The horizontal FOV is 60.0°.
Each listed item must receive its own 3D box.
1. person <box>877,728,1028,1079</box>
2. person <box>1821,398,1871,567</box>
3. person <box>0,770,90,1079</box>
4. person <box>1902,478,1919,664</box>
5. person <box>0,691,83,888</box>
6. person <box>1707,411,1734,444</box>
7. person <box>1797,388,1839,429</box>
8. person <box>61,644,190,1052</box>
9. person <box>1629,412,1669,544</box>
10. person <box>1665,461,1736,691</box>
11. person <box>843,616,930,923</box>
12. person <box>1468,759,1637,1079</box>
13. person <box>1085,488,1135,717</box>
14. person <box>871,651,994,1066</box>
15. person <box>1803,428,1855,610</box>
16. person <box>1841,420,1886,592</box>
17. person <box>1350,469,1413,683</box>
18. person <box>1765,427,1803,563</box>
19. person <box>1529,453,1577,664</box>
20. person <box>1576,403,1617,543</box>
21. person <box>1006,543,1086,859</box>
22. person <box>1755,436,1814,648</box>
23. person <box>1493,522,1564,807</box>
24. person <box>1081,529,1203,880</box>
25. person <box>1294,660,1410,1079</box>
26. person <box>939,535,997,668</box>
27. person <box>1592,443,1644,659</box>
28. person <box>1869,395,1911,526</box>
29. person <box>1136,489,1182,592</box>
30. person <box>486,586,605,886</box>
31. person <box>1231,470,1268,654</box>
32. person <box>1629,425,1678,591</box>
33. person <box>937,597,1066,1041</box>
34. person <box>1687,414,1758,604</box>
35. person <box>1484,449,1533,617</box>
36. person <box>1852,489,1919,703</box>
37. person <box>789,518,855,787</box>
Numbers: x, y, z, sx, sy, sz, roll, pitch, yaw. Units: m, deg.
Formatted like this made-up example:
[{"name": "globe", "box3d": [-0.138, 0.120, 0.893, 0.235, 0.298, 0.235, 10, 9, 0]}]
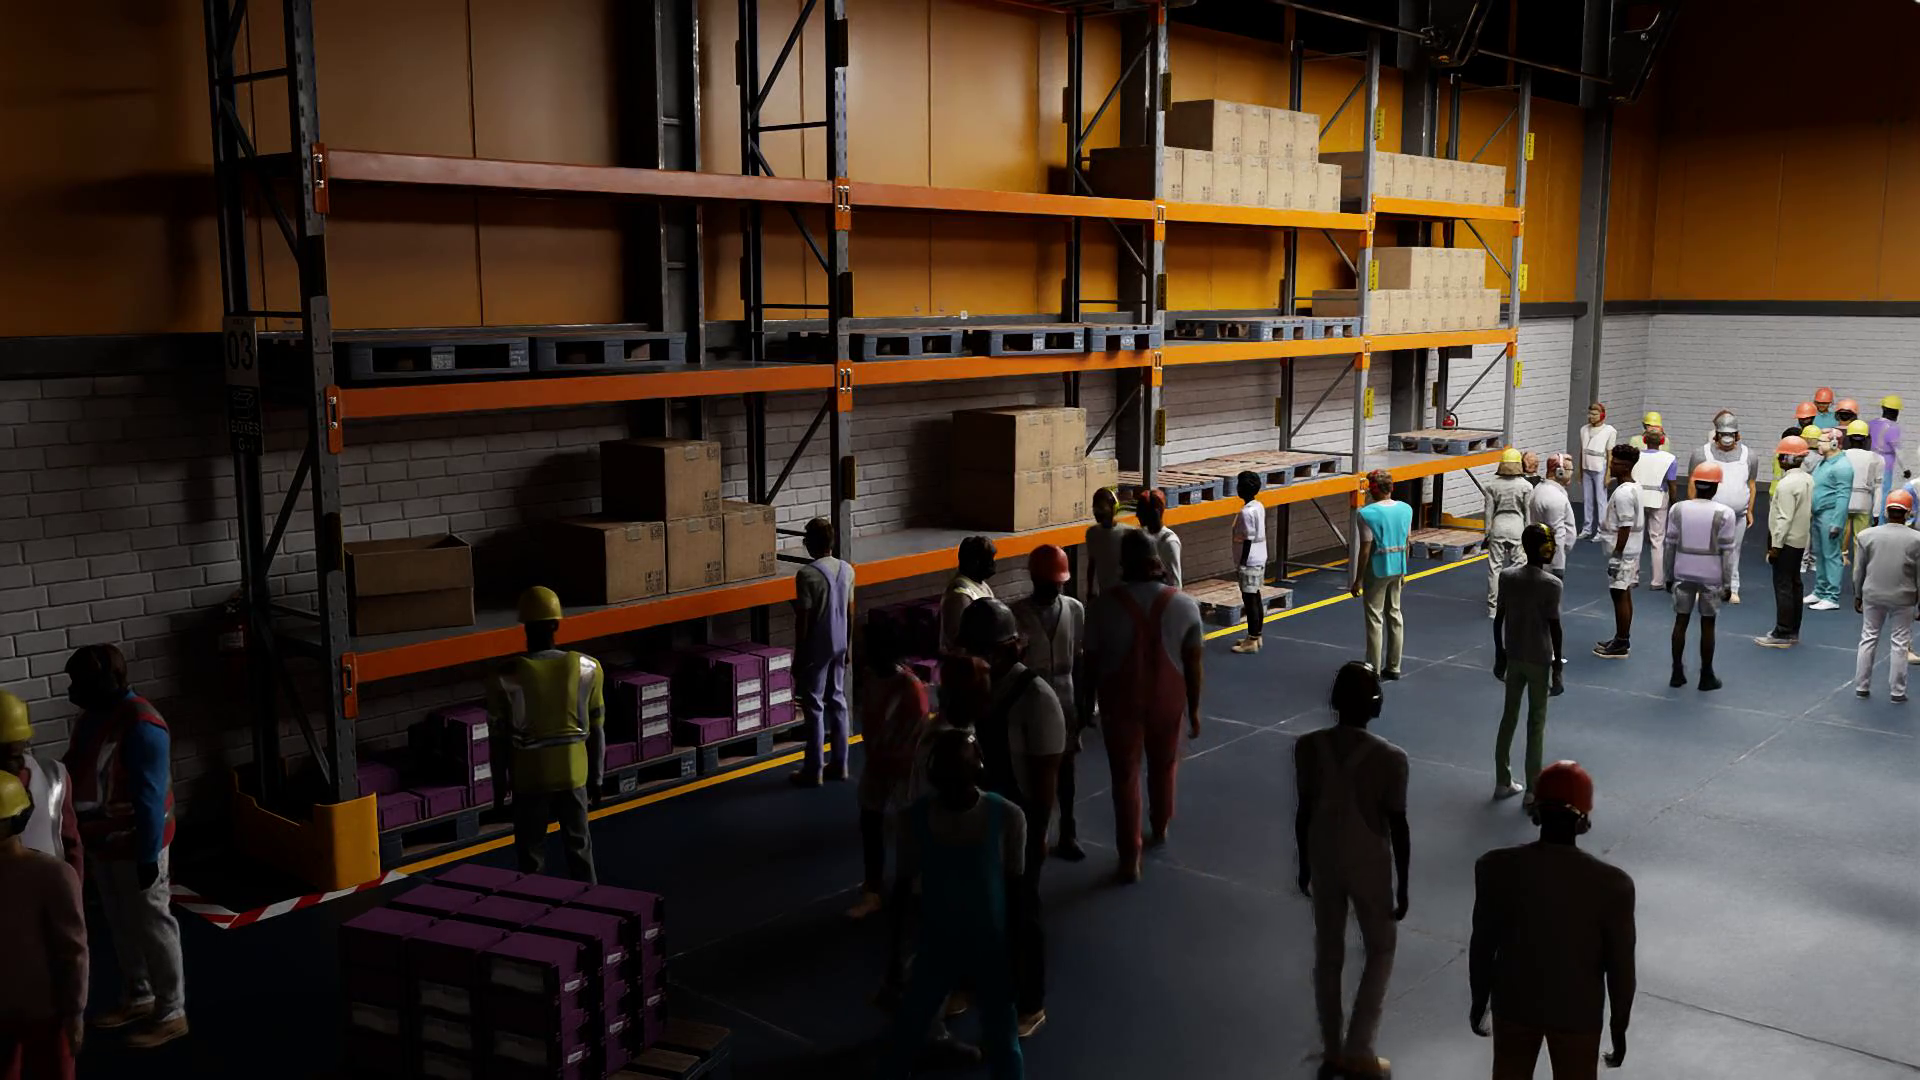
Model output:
[{"name": "person", "box3d": [-0.079, 1.562, 6.288, 0.681, 1.812, 0.484, 0, 9, 3]}, {"name": "person", "box3d": [10.601, -0.686, 20.044, 0.611, 2.032, 0.410, 5, 10, 30]}, {"name": "person", "box3d": [-3.307, 1.653, 5.809, 0.532, 1.766, 0.328, 1, 9, 5]}, {"name": "person", "box3d": [8.705, 0.119, 14.857, 0.602, 2.035, 0.415, 1, 9, 6]}, {"name": "person", "box3d": [-3.814, 1.492, 6.672, 0.405, 1.825, 0.591, 7, 11, 38]}, {"name": "person", "box3d": [10.665, -1.002, 23.356, 0.533, 1.628, 0.287, -5, 10, -31]}, {"name": "person", "box3d": [11.759, -1.092, 22.779, 0.617, 1.989, 0.392, 1, 9, 8]}, {"name": "person", "box3d": [-3.767, 1.364, 7.478, 0.632, 1.836, 0.432, 7, 11, 39]}, {"name": "person", "box3d": [8.924, -0.788, 21.568, 0.525, 1.760, 0.341, 0, 9, 2]}, {"name": "person", "box3d": [6.236, 0.296, 14.009, 0.551, 1.932, 0.378, 8, 12, 41]}, {"name": "person", "box3d": [-0.290, 1.204, 9.000, 0.716, 1.667, 0.546, -8, 12, -42]}, {"name": "person", "box3d": [2.110, 1.639, 5.943, 0.572, 1.746, 0.346, 5, 10, 29]}, {"name": "person", "box3d": [1.179, 0.490, 13.173, 0.536, 1.808, 0.952, 8, 12, 42]}, {"name": "person", "box3d": [-0.107, 1.383, 7.238, 0.536, 1.862, 0.606, 2, 9, 12]}, {"name": "person", "box3d": [9.073, -0.220, 17.427, 0.399, 1.909, 0.642, 2, 9, 10]}, {"name": "person", "box3d": [9.783, -0.352, 18.252, 0.586, 1.919, 0.397, 4, 10, 26]}, {"name": "person", "box3d": [3.603, 0.314, 14.200, 0.563, 1.839, 0.389, -5, 10, -28]}, {"name": "person", "box3d": [9.958, -0.521, 20.068, 0.318, 1.691, 0.537, 1, 9, 3]}, {"name": "person", "box3d": [5.345, 0.162, 15.015, 0.396, 1.898, 0.644, 1, 9, 7]}, {"name": "person", "box3d": [8.412, -0.889, 21.968, 0.390, 1.837, 0.561, -4, 10, -24]}, {"name": "person", "box3d": [0.501, 0.963, 9.769, 0.558, 1.926, 0.398, -3, 9, -18]}, {"name": "person", "box3d": [7.766, 0.016, 15.619, 0.622, 1.993, 0.382, -9, 12, -44]}, {"name": "person", "box3d": [3.738, 0.809, 10.925, 0.313, 1.865, 0.528, -6, 11, -34]}, {"name": "person", "box3d": [1.049, 0.891, 9.828, 0.695, 2.000, 0.997, 0, 9, -2]}, {"name": "person", "box3d": [1.679, 1.417, 7.109, 0.508, 1.839, 0.375, 6, 10, 33]}, {"name": "person", "box3d": [0.088, 0.879, 10.584, 0.428, 1.836, 0.626, 2, 9, 11]}, {"name": "person", "box3d": [6.027, 0.097, 15.186, 0.361, 1.965, 0.614, 5, 10, 28]}, {"name": "person", "box3d": [12.541, -1.002, 22.485, 0.494, 1.905, 0.597, 1, 9, 5]}, {"name": "person", "box3d": [1.470, 0.548, 12.544, 0.359, 1.885, 0.575, -3, 9, -18]}, {"name": "person", "box3d": [-2.074, 1.183, 8.362, 0.583, 1.917, 0.407, -5, 10, -29]}, {"name": "person", "box3d": [2.671, 0.202, 15.376, 0.320, 1.695, 0.538, 4, 10, 23]}, {"name": "person", "box3d": [7.659, -0.354, 18.469, 0.570, 1.849, 0.381, 8, 12, 41]}, {"name": "person", "box3d": [0.120, 1.242, 7.566, 0.684, 2.000, 0.535, 8, 12, 41]}, {"name": "person", "box3d": [8.125, -0.334, 17.729, 0.689, 2.000, 0.539, 2, 9, 14]}, {"name": "person", "box3d": [5.589, -0.062, 16.962, 0.484, 1.735, 0.310, 4, 10, 24]}, {"name": "person", "box3d": [7.610, 0.455, 13.597, 0.566, 1.744, 0.350, 8, 12, 41]}, {"name": "person", "box3d": [-0.935, 0.761, 11.345, 0.352, 1.835, 0.518, 7, 12, 40]}]
